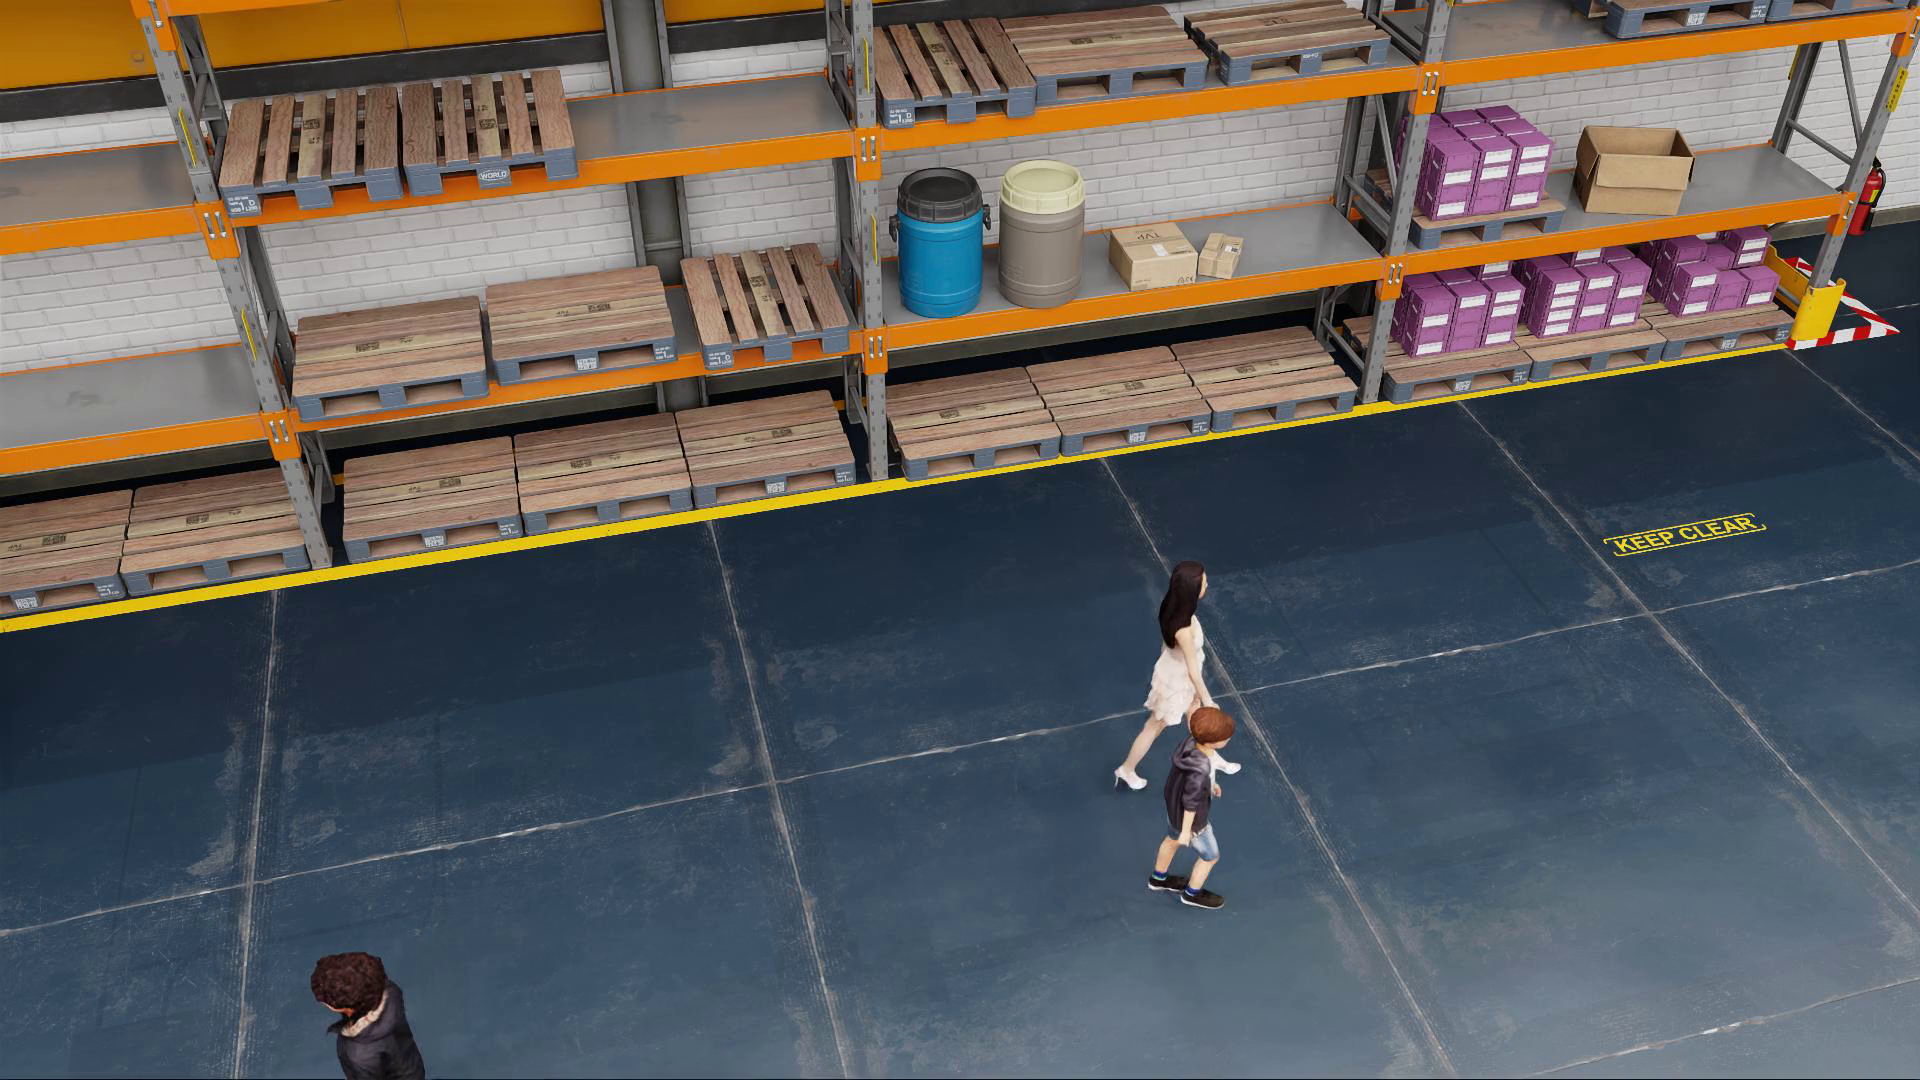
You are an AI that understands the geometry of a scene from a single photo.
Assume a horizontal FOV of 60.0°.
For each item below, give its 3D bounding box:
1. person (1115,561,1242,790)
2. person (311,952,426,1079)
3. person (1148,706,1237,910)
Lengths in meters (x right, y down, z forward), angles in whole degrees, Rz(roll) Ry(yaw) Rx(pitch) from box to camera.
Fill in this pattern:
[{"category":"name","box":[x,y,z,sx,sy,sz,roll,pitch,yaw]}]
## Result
[{"category":"person","box":[1.142,0.844,9.457,1.043,1.700,0.757,0,39,0]},{"category":"person","box":[-2.468,2.418,7.431,0.857,1.769,0.694,-4,39,-5]},{"category":"person","box":[1.172,1.432,8.937,0.709,1.430,0.635,-1,39,-1]}]
